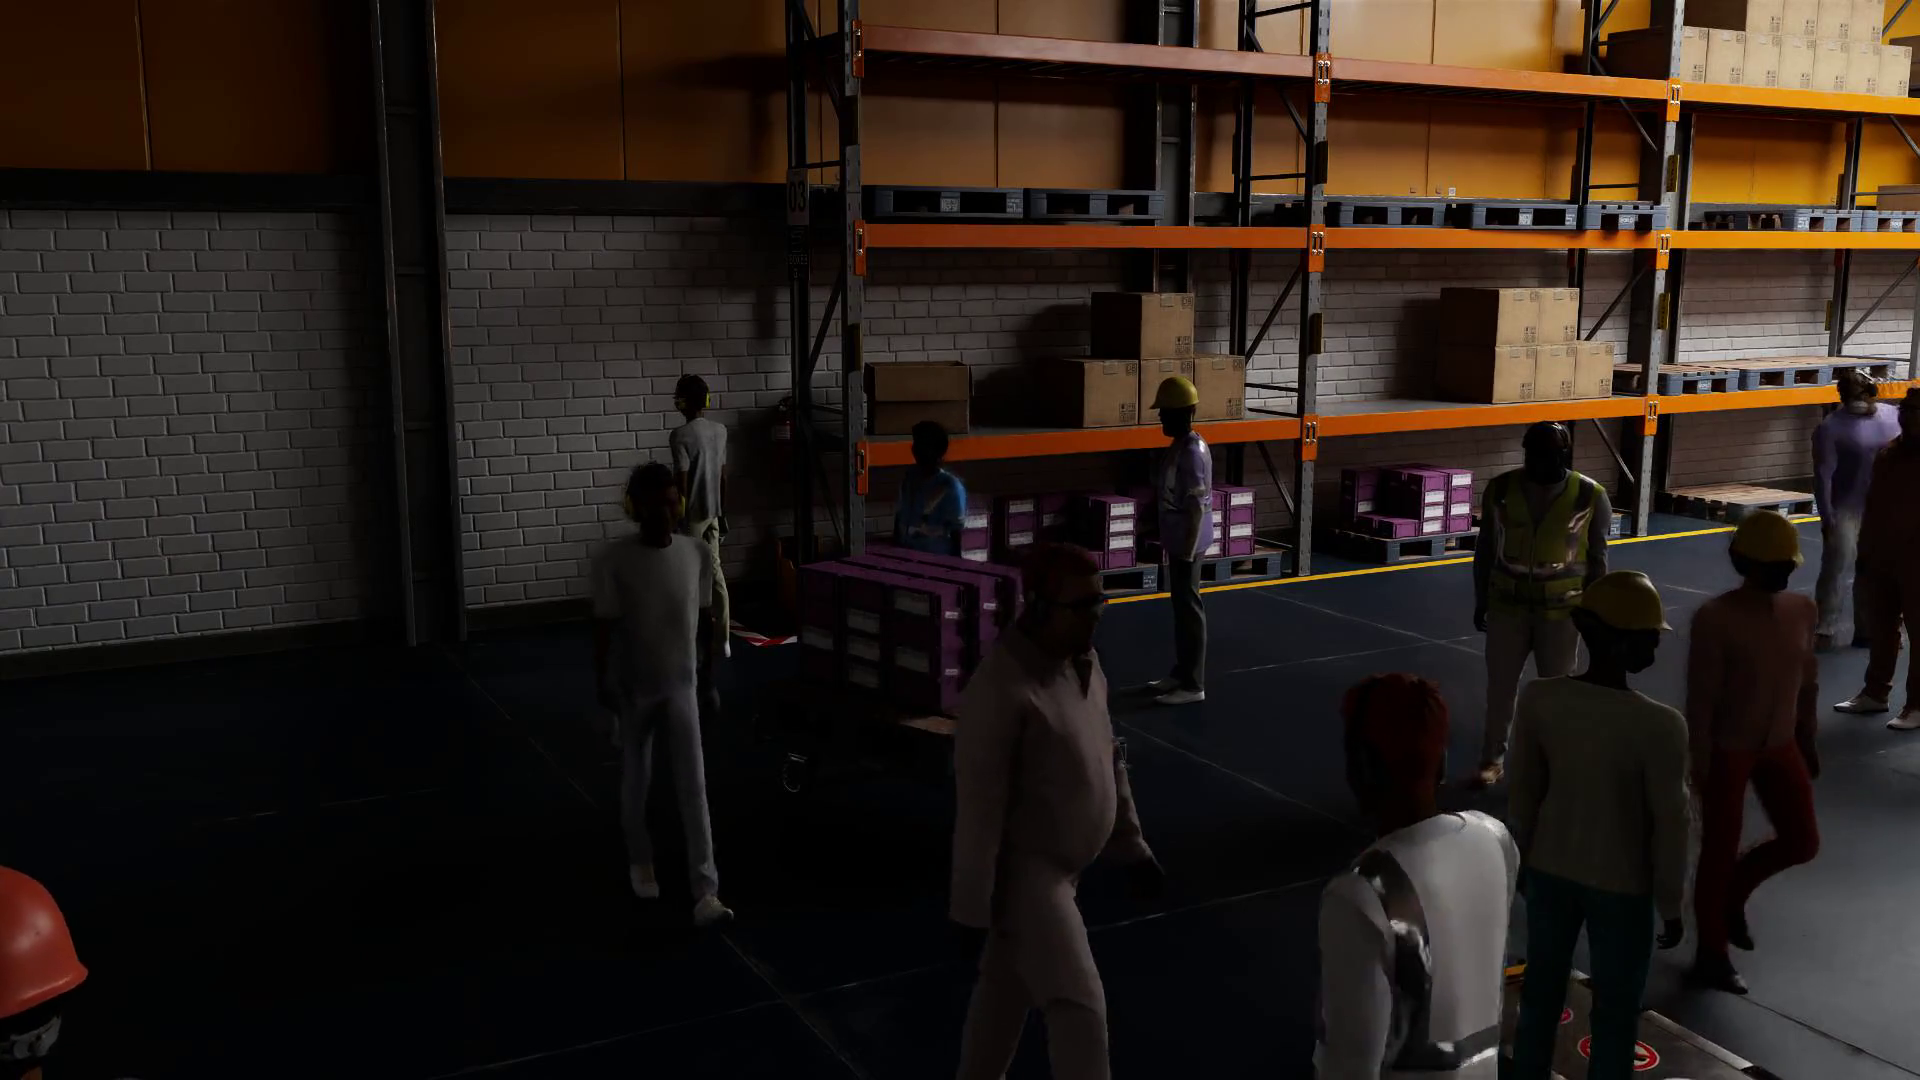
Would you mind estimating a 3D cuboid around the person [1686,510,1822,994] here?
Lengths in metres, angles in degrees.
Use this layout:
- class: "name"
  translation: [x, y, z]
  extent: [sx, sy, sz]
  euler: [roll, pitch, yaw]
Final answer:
- class: "person"
  translation: [2.840, 0.745, 5.980]
  extent: [0.551, 1.748, 0.417]
  euler: [-2, 10, -13]

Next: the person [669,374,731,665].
- class: "person"
  translation: [-1.693, -0.131, 10.700]
  extent: [0.311, 1.865, 0.532]
  euler: [6, 12, 31]

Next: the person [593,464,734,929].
- class: "person"
  translation: [-1.159, 0.616, 6.532]
  extent: [0.553, 1.820, 0.981]
  euler: [-4, 11, -24]

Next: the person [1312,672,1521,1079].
- class: "person"
  translation: [0.931, 1.183, 3.218]
  extent: [0.576, 1.850, 0.843]
  euler: [-7, 12, -37]

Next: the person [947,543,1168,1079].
- class: "person"
  translation: [0.323, 0.930, 4.579]
  extent: [0.860, 1.865, 0.632]
  euler: [4, 11, 20]

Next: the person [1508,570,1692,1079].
- class: "person"
  translation: [1.812, 0.957, 4.727]
  extent: [0.322, 1.765, 0.533]
  euler: [-8, 12, -38]

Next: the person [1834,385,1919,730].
- class: "person"
  translation: [5.274, 0.091, 9.295]
  extent: [0.407, 1.913, 0.641]
  euler: [-3, 10, -15]

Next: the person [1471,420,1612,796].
- class: "person"
  translation: [2.812, 0.332, 8.122]
  extent: [0.619, 1.840, 0.430]
  euler: [5, 11, 27]

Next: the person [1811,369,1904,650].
- class: "person"
  translation: [5.943, -0.181, 10.937]
  extent: [0.755, 1.894, 0.373]
  euler: [-1, 10, -4]

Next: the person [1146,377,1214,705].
- class: "person"
  translation: [1.291, 0.007, 9.742]
  extent: [0.383, 1.923, 0.589]
  euler: [0, 10, 2]

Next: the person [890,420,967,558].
- class: "person"
  translation: [-0.159, 0.111, 9.847]
  extent: [0.775, 1.672, 0.532]
  euler: [-8, 12, -37]

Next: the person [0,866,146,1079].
- class: "person"
  translation: [-1.166, 1.332, 2.078]
  extent: [0.383, 1.932, 0.574]
  euler: [2, 10, 9]

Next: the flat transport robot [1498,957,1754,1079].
- class: "flat transport robot"
  translation: [1.954, 1.634, 5.129]
  extent: [0.652, 0.197, 1.431]
  euler: [-4, 11, -23]
